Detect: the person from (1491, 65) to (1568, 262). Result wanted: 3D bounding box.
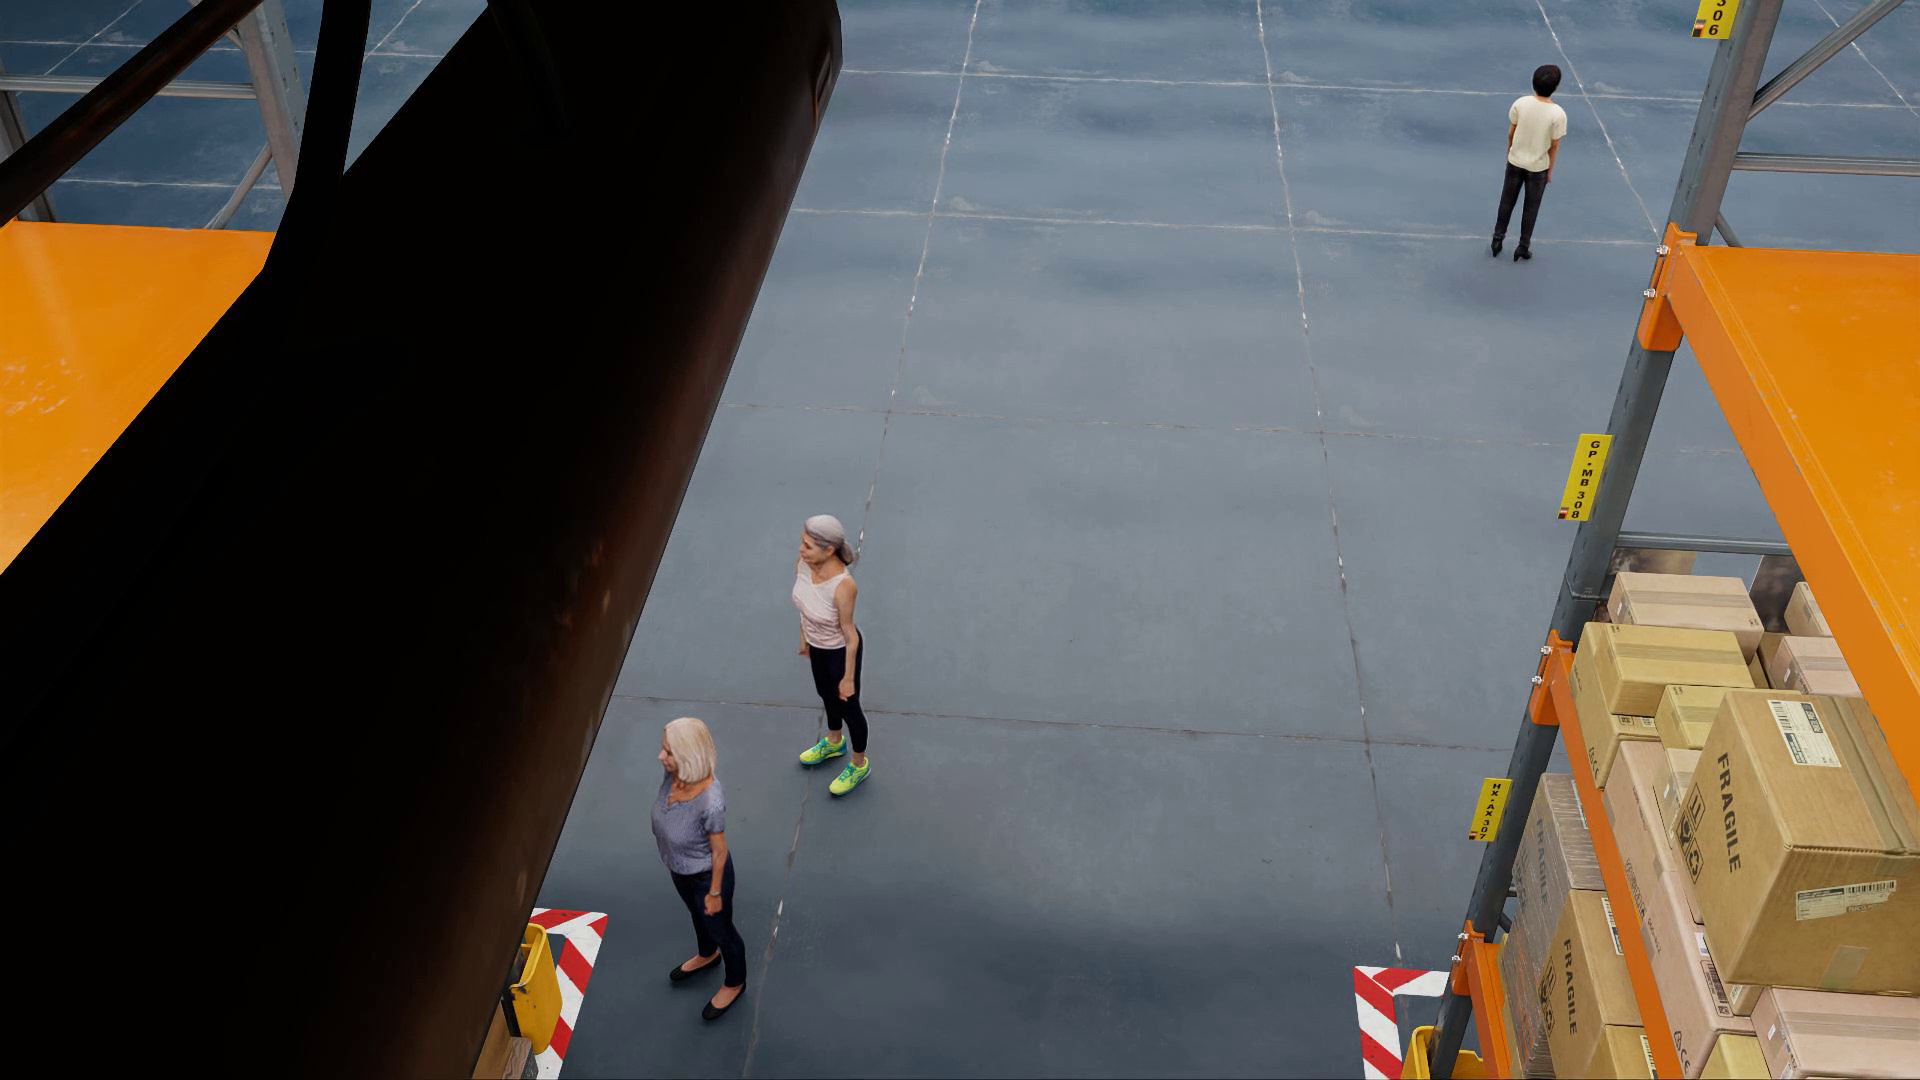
[{"bbox_3d":[4.431,-2.929,12.952,0.657,1.588,0.651,24,44,28],"label":"person"}]

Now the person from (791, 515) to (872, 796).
[{"bbox_3d":[-0.636,0.560,8.401,0.744,1.701,0.673,-25,44,-28],"label":"person"}]

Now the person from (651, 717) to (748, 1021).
[{"bbox_3d":[-1.137,1.415,7.292,0.711,1.722,0.643,-25,45,-29],"label":"person"}]
